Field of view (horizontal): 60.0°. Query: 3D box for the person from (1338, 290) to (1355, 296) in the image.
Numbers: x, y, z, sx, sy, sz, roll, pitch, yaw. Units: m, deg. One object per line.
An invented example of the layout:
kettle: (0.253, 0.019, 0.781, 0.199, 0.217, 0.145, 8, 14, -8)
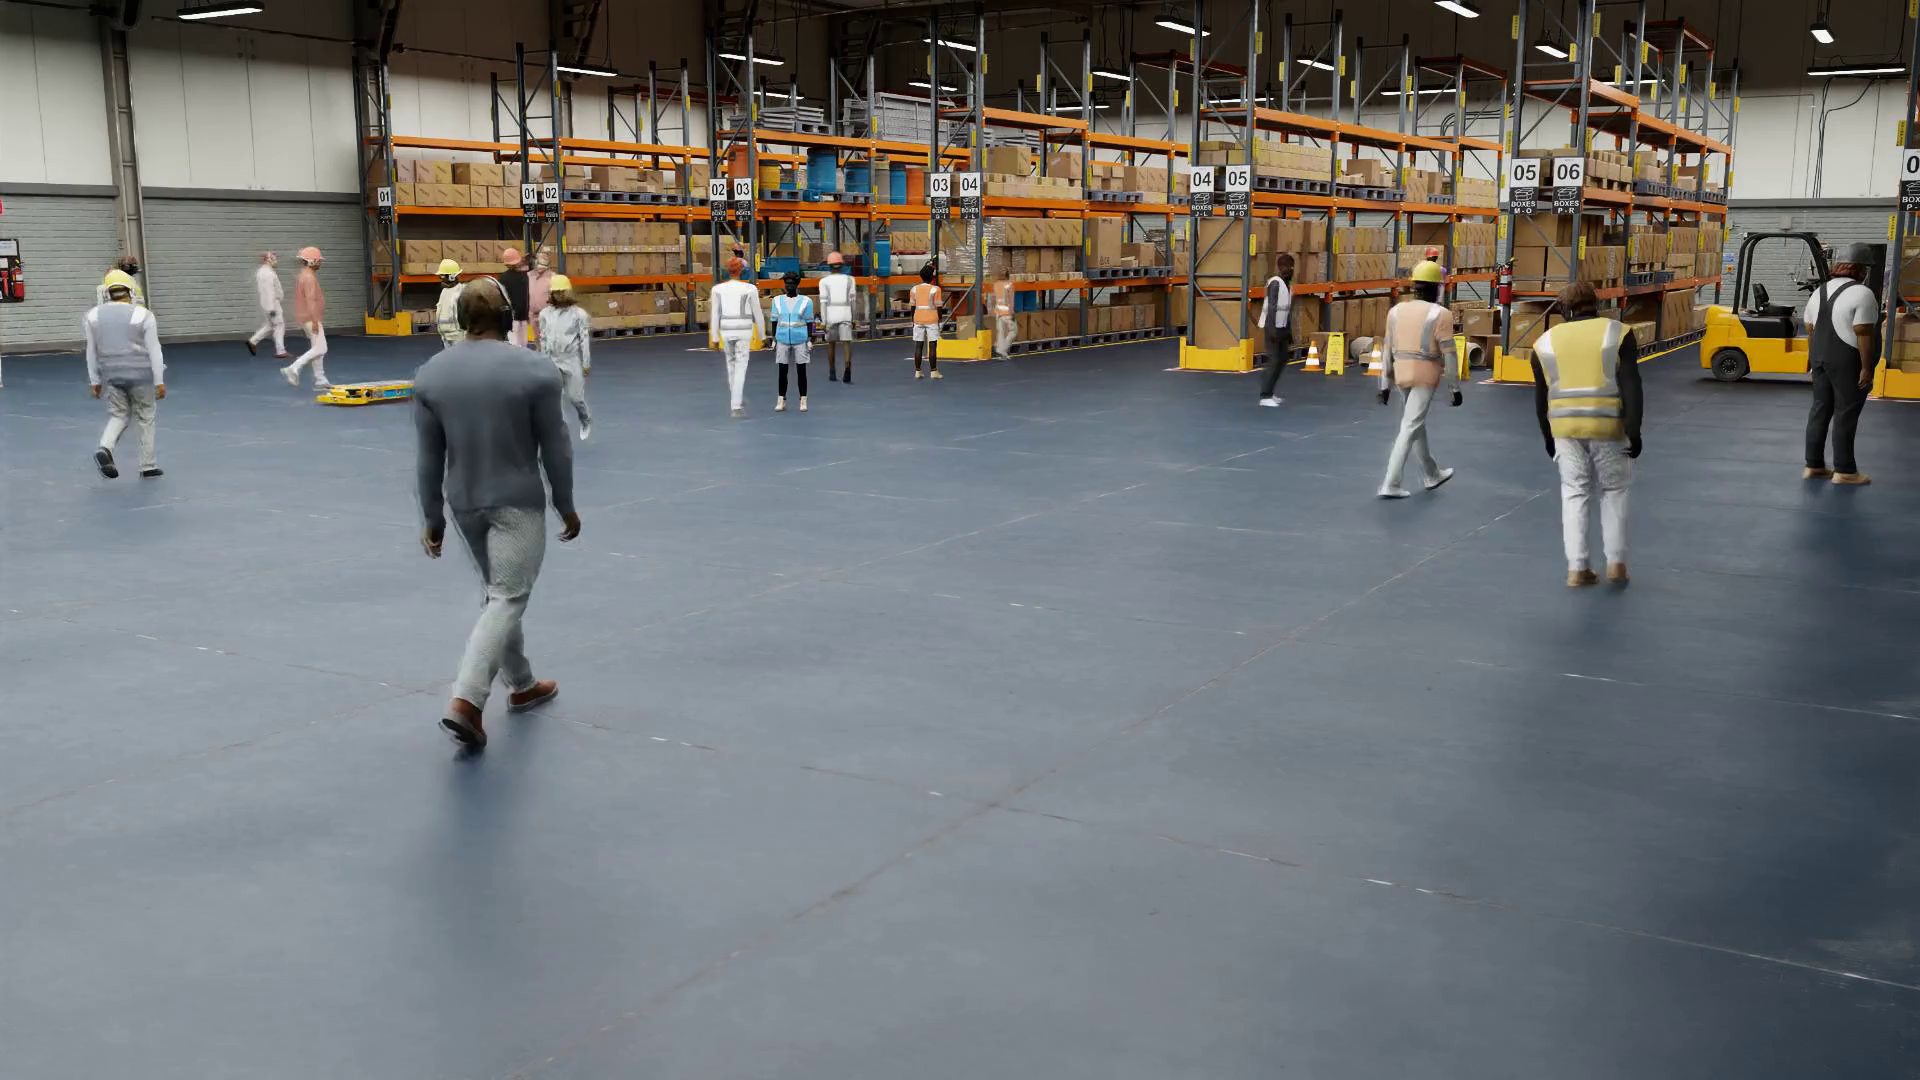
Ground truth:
person: (8.484, -5.399, 36.485, 0.349, 1.843, 0.506, -7, 12, -33)

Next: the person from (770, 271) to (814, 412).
person: (-2.024, -2.388, 20.039, 0.532, 1.694, 0.319, 1, 10, 3)

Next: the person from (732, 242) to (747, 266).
person: (-4.826, -5.495, 36.463, 0.608, 2.044, 0.371, 9, 13, 40)

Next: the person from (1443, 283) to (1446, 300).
person: (12.098, -6.368, 41.786, 0.633, 1.892, 0.617, -3, 10, -14)

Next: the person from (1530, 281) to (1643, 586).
person: (3.739, -0.630, 9.916, 0.694, 1.797, 0.557, 7, 12, 34)

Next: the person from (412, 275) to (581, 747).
person: (-1.943, -0.132, 6.845, 0.627, 1.908, 0.982, 3, 10, 14)

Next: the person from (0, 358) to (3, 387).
person: (-13.713, -3.064, 23.298, 0.575, 1.882, 0.355, 4, 11, 21)

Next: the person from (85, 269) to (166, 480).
person: (-7.069, -1.374, 14.061, 0.609, 1.810, 0.612, 0, 10, 1)

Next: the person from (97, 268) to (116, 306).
person: (-13.819, -3.631, 27.209, 0.506, 1.623, 0.289, -8, 13, -39)

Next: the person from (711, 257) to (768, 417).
person: (-2.575, -2.389, 19.629, 0.587, 1.847, 0.833, 3, 11, 17)

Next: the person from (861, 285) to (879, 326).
person: (-2.198, -6.103, 41.025, 0.522, 1.618, 0.425, 5, 11, 25)

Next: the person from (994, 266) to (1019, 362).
person: (0.776, -3.860, 28.444, 0.370, 1.625, 0.536, -8, 13, -37)

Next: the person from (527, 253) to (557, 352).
person: (-6.325, -3.400, 25.233, 0.713, 1.873, 0.488, 4, 11, 22)

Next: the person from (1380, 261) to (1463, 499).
person: (3.726, -1.280, 13.315, 1.004, 1.868, 0.606, -7, 12, -35)

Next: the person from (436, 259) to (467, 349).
person: (-6.104, -2.464, 20.082, 0.404, 1.827, 0.600, -10, 14, -43)

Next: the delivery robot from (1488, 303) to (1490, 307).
delivery robot: (13.093, -5.610, 41.010, 0.477, 0.478, 0.707, 1, 10, 7)

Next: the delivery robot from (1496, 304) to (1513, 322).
delivery robot: (13.037, -5.493, 40.357, 0.707, 0.478, 0.477, -1, 10, -4)

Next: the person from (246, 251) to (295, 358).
person: (-12.181, -4.132, 29.272, 0.694, 1.884, 0.653, -7, 12, -34)

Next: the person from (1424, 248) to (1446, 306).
person: (9.009, -4.621, 31.864, 0.362, 1.938, 0.545, -8, 13, -39)

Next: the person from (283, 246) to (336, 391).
person: (-8.891, -3.008, 22.704, 0.611, 1.979, 0.632, -4, 11, -22)

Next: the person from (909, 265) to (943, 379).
person: (-0.491, -3.239, 24.792, 0.541, 1.695, 0.316, 5, 11, 26)

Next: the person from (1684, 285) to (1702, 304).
person: (17.265, -5.897, 39.245, 0.536, 1.852, 0.653, -2, 10, -12)

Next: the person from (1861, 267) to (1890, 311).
person: (17.300, -4.566, 31.614, 0.584, 1.919, 0.388, 6, 12, 28)

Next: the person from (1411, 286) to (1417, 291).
person: (11.277, -6.197, 40.600, 0.620, 1.975, 1.095, 9, 13, 41)

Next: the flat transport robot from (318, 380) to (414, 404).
flat transport robot: (-7.428, -1.906, 21.323, 0.652, 0.197, 1.431, 6, 12, 30)

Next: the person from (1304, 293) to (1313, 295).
person: (7.870, -5.778, 38.278, 0.625, 1.967, 0.849, 5, 11, 27)

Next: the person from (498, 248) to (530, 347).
person: (-6.303, -3.187, 23.830, 0.407, 1.953, 0.782, 4, 11, 21)

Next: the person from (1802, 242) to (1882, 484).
person: (7.535, -1.507, 14.128, 0.536, 2.000, 0.688, -2, 10, -12)

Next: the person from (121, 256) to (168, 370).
person: (-12.844, -3.514, 26.008, 0.813, 1.809, 0.628, -2, 10, -12)

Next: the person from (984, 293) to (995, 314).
person: (0.756, -4.812, 32.970, 0.624, 1.931, 0.377, 2, 10, 8)

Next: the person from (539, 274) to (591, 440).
person: (-3.878, -1.752, 16.398, 0.490, 1.726, 0.636, 1, 10, 3)

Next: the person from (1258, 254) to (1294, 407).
person: (3.928, -2.618, 20.824, 0.382, 1.888, 0.670, 5, 11, 27)

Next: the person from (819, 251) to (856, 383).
person: (-1.766, -3.233, 24.165, 0.545, 1.914, 0.867, -2, 10, -10)
